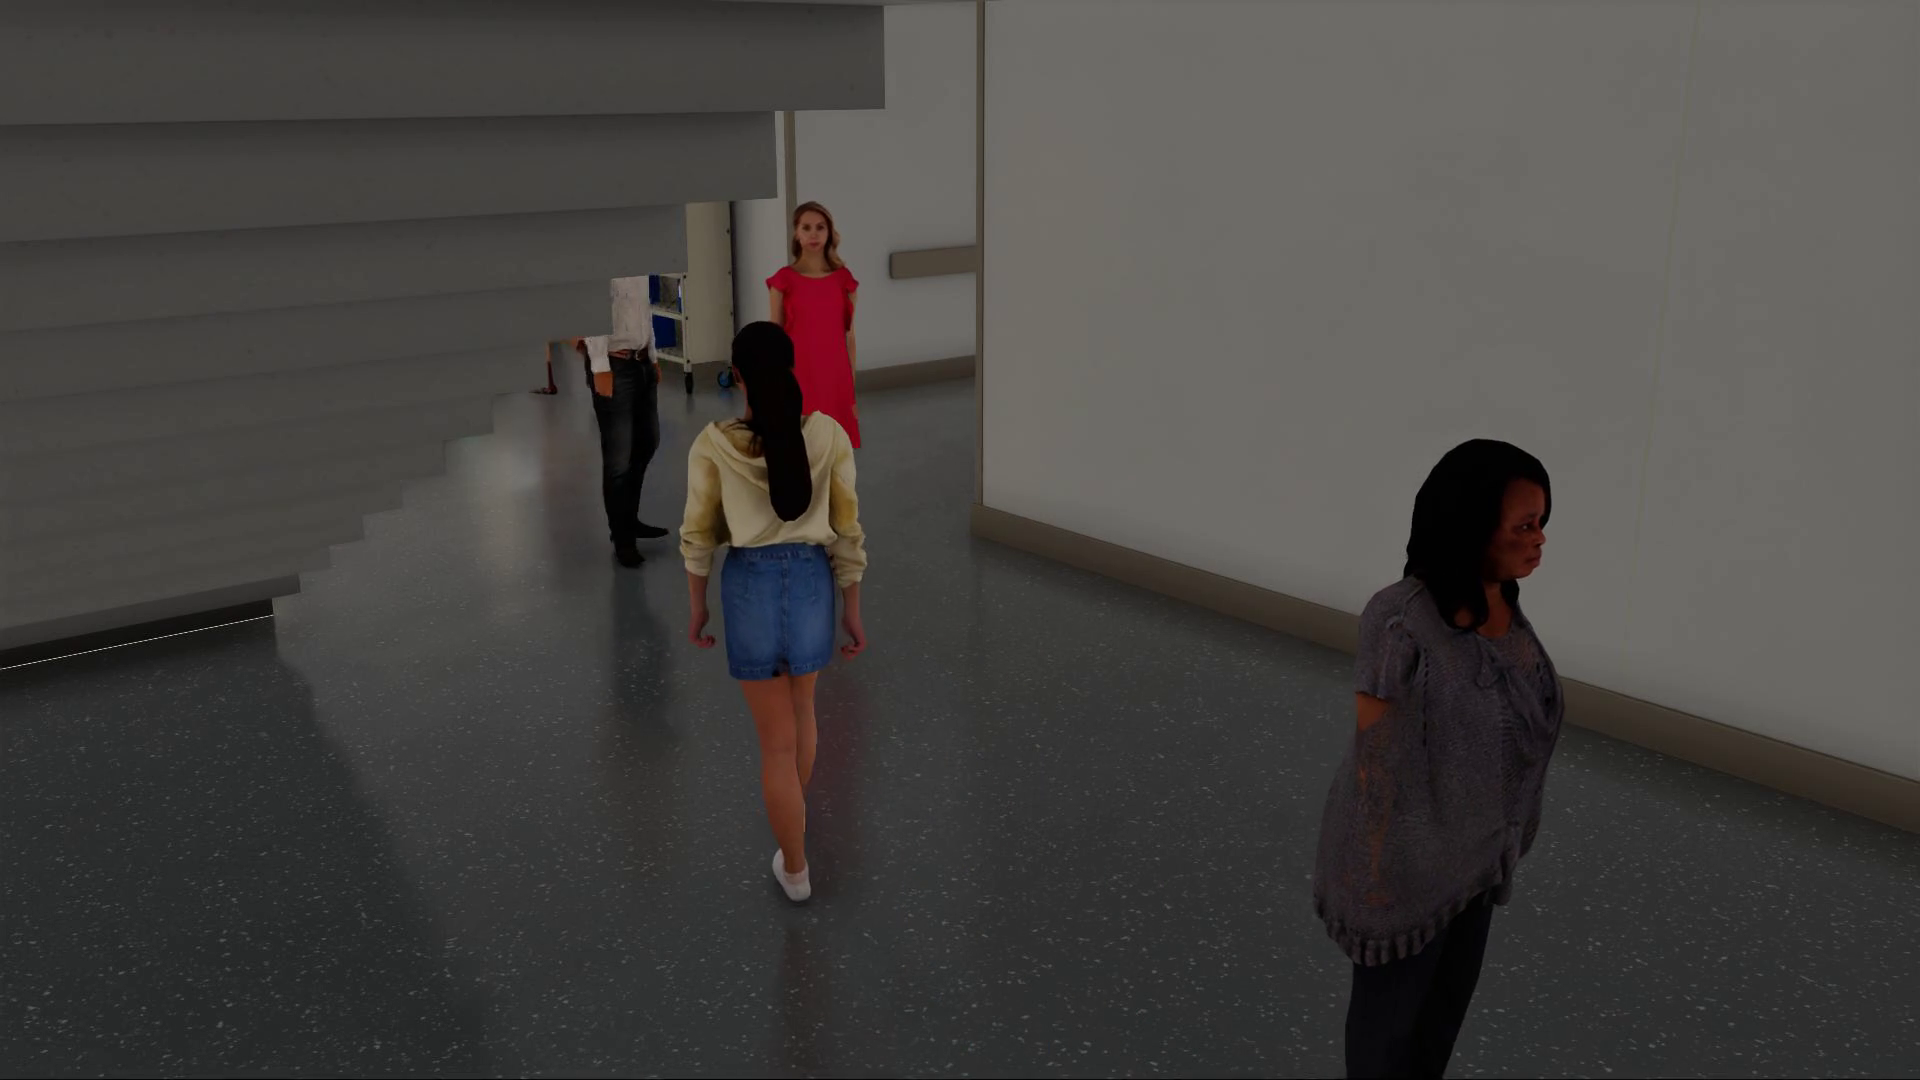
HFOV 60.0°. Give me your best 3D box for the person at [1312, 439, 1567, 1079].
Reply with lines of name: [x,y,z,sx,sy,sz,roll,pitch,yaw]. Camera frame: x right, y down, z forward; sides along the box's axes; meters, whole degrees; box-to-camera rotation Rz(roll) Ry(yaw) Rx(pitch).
person: [0.937,0.575,3.366,0.638,1.609,0.641,-14,21,-41]

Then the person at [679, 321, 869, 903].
person: [-0.487,0.230,4.584,0.837,1.611,0.946,-5,17,-17]

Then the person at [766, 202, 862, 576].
person: [-0.663,-0.677,7.584,0.646,1.729,0.652,-5,17,-18]

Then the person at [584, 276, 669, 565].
person: [-1.622,-0.785,7.858,0.777,1.789,0.795,11,19,34]
